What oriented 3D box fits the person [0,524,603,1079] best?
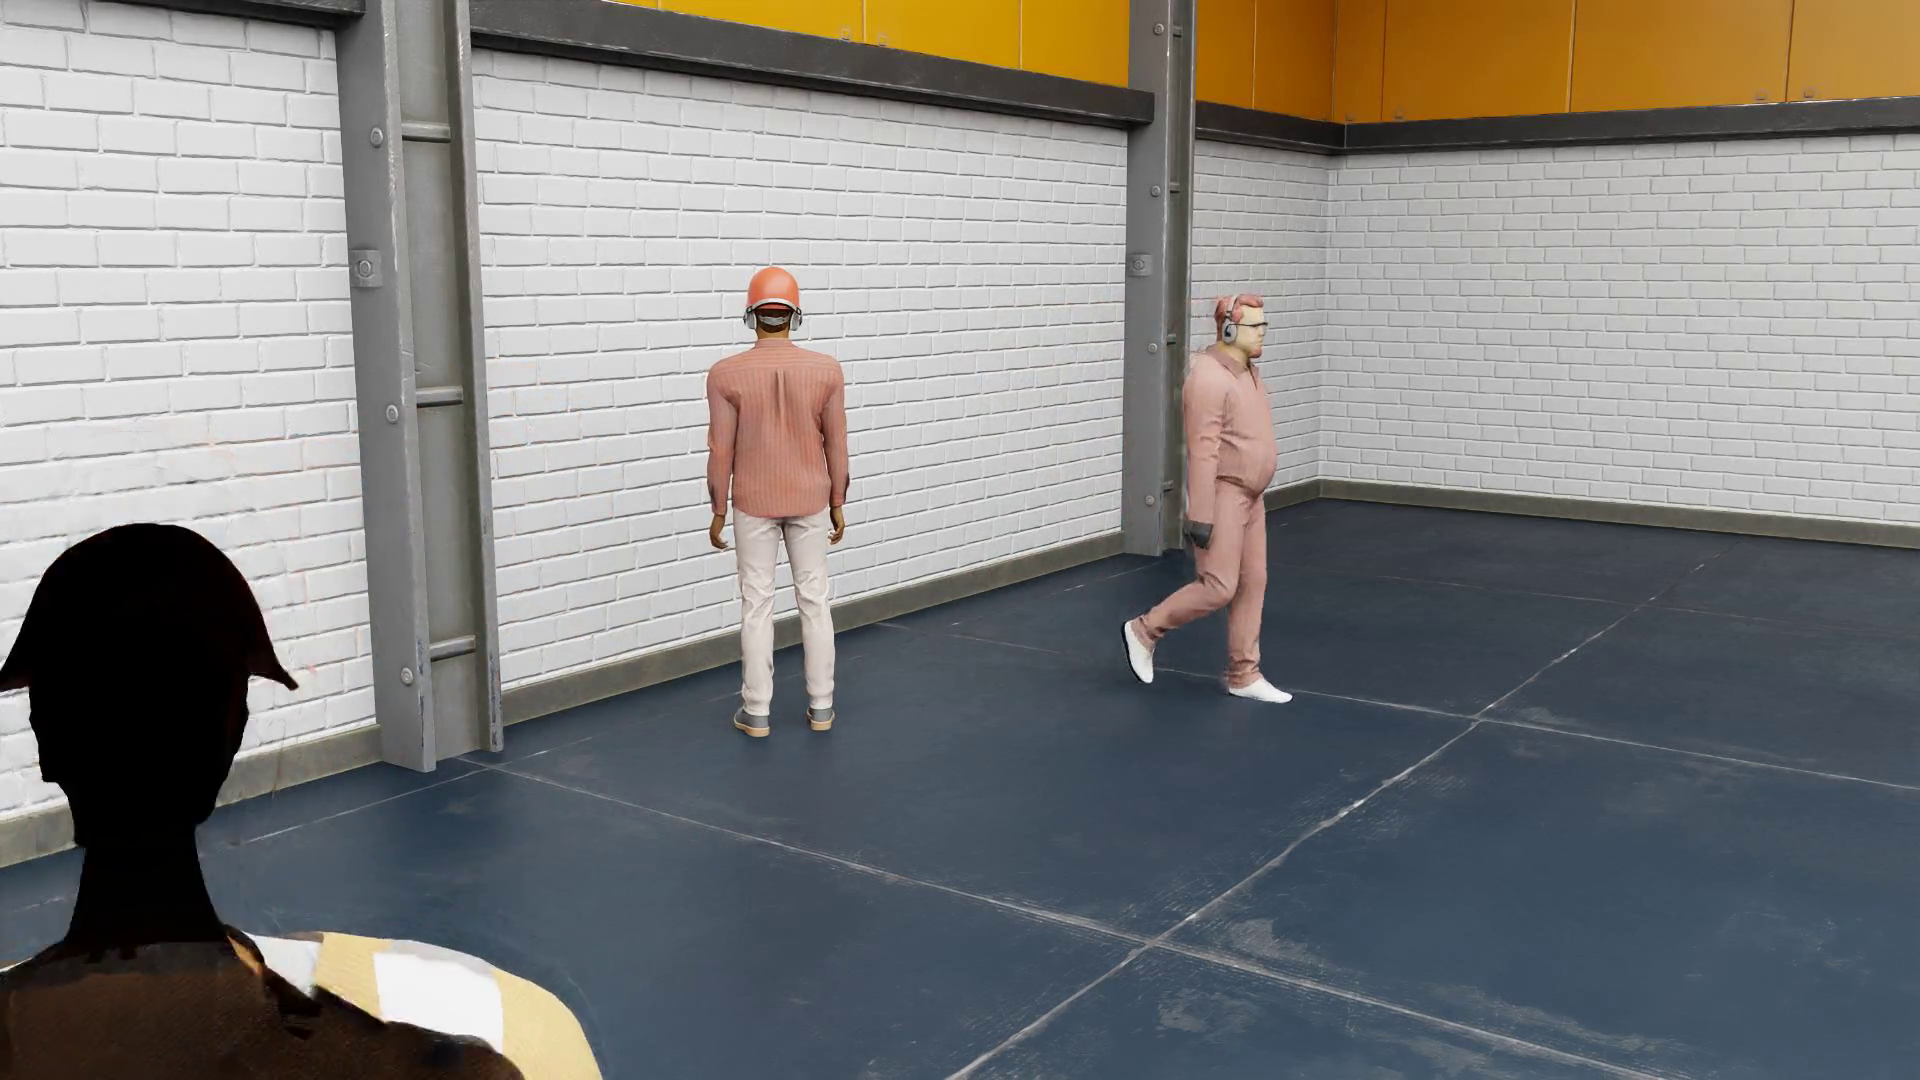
[{"bbox_3d":[-0.481,0.895,1.043,0.567,1.925,0.427,-1,10,-7],"label":"person"}]

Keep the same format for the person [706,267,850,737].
[{"bbox_3d":[-0.776,-0.156,7.101,0.611,1.996,0.378,-3,10,-16],"label":"person"}]

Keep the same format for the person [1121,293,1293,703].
[{"bbox_3d":[1.156,-0.186,7.627,0.715,1.886,0.648,5,11,28],"label":"person"}]
